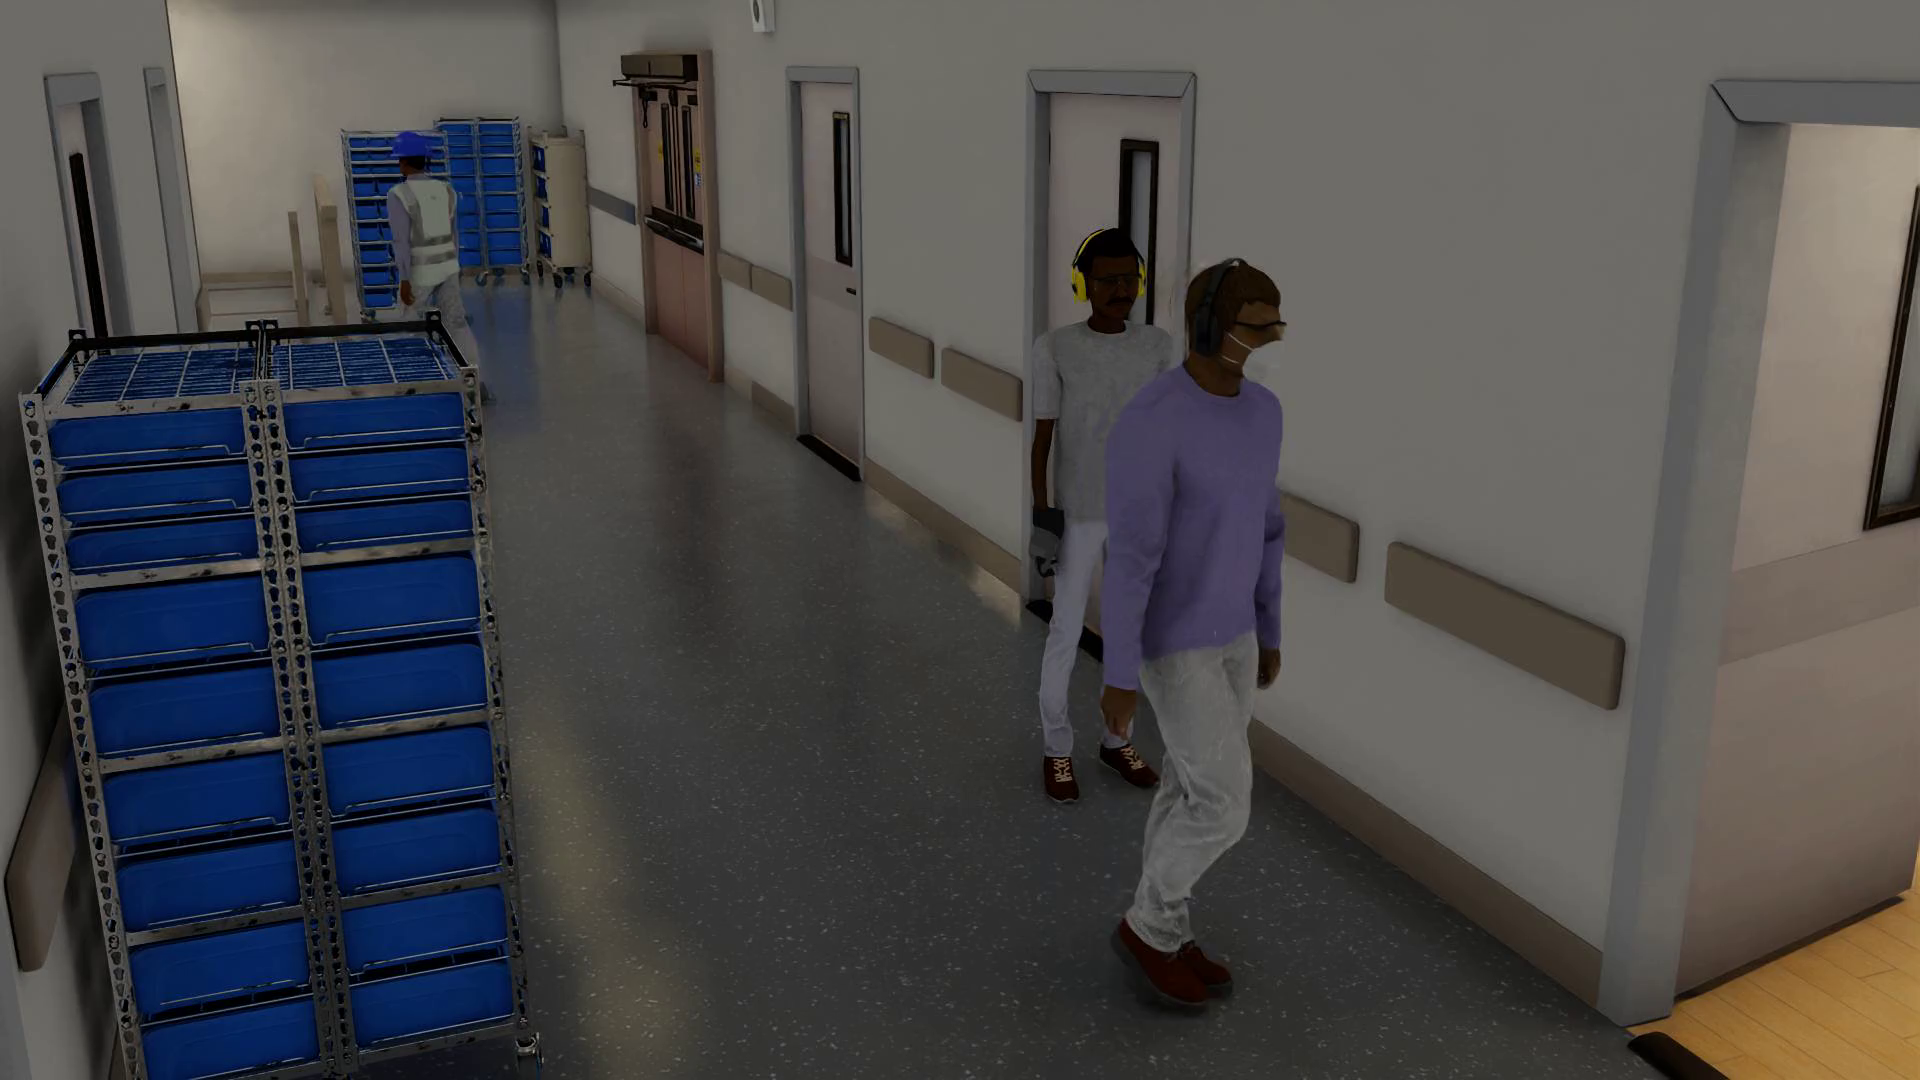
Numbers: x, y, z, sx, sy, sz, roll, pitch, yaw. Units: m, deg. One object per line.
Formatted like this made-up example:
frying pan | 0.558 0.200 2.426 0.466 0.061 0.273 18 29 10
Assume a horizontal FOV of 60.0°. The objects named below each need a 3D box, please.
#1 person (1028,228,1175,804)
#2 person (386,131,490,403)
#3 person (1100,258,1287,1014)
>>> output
person | 0.468 -0.071 5.407 0.513 1.872 0.328 -6 17 -21
person | -3.741 -1.900 11.701 0.996 1.897 0.650 10 19 30
person | 0.614 0.269 4.135 0.470 1.920 0.665 13 20 37
